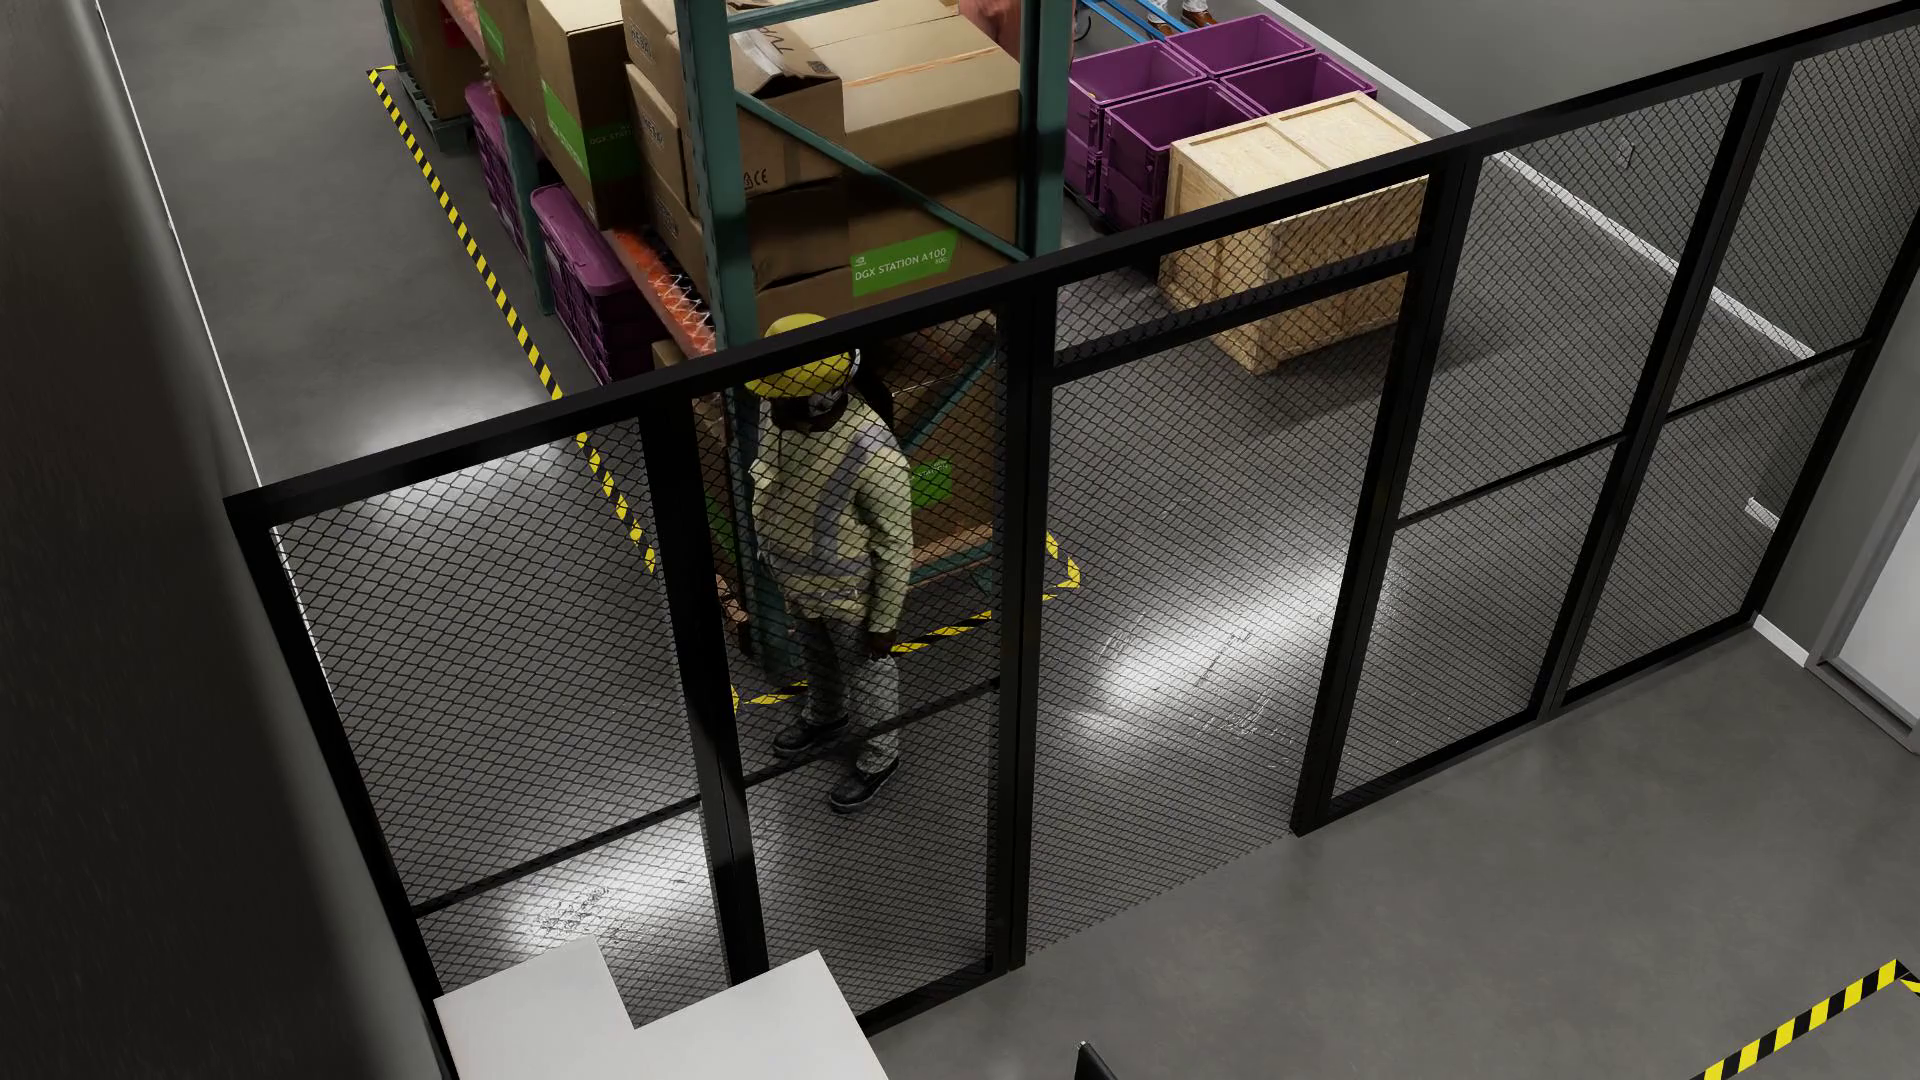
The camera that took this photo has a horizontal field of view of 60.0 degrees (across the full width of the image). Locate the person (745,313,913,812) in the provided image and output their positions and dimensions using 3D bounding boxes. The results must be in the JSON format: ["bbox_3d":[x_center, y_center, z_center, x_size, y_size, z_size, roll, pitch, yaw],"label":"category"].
[{"bbox_3d":[-0.392,0.087,4.929,0.403,1.828,0.597,-29,50,-28],"label":"person"}]

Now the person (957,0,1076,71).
[{"bbox_3d":[0.200,-1.825,6.901,0.622,1.992,0.373,-31,51,-30],"label":"person"}]

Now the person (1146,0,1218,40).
[{"bbox_3d":[1.278,-3.629,8.916,0.628,1.940,0.373,-21,47,-22],"label":"person"}]
